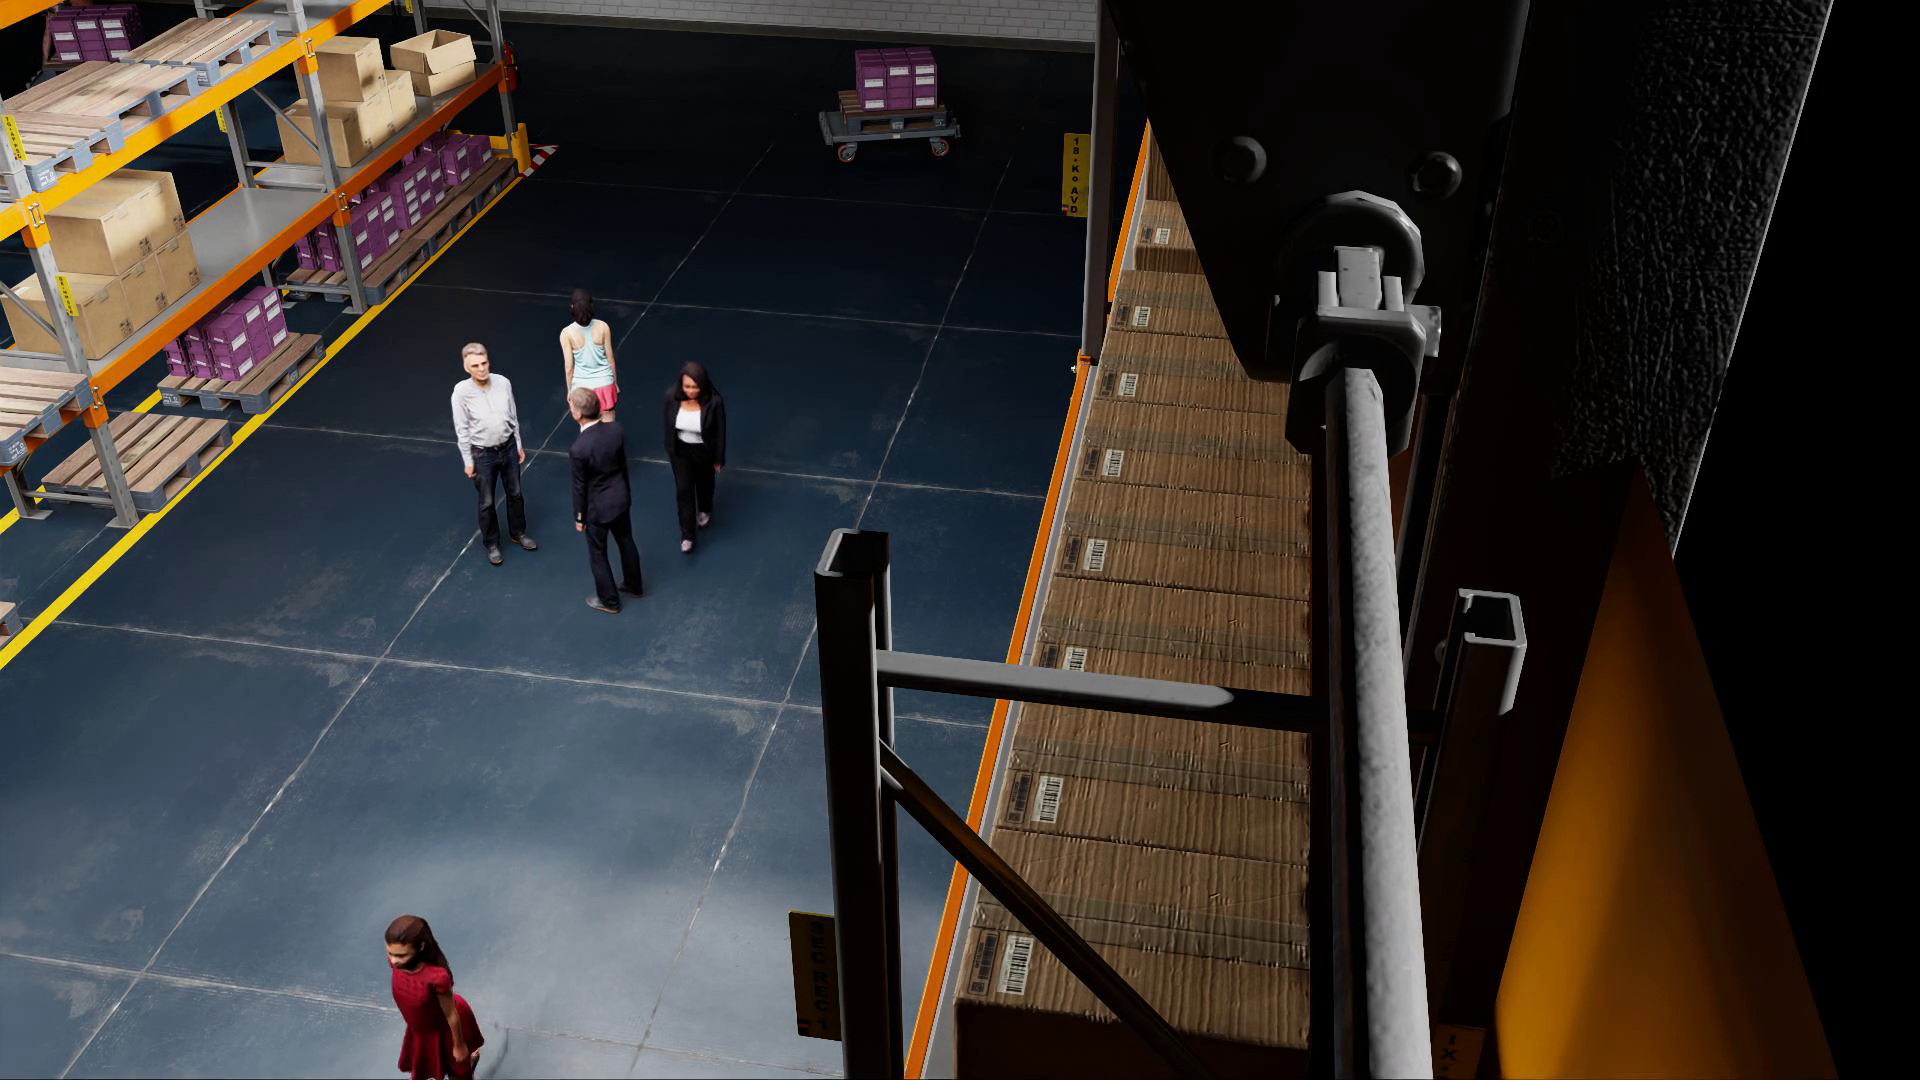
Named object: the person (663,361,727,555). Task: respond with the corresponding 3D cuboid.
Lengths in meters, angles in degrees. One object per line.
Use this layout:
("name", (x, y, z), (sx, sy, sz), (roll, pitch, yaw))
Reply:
("person", (-2.061, -0.745, 13.013), (0.826, 1.567, 1.072), (-1, 34, -2))

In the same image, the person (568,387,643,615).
("person", (-2.598, -0.296, 12.114), (0.828, 1.813, 0.701), (23, 40, 31))

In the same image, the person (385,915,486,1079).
("person", (-2.587, 2.376, 8.338), (0.623, 1.544, 0.780), (11, 35, 16))

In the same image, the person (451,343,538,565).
("person", (-3.571, -0.693, 12.706), (0.724, 1.820, 0.798), (-24, 40, -31))

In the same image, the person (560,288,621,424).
("person", (-2.995, -1.239, 13.577), (0.701, 1.765, 0.737), (-14, 36, -20))
